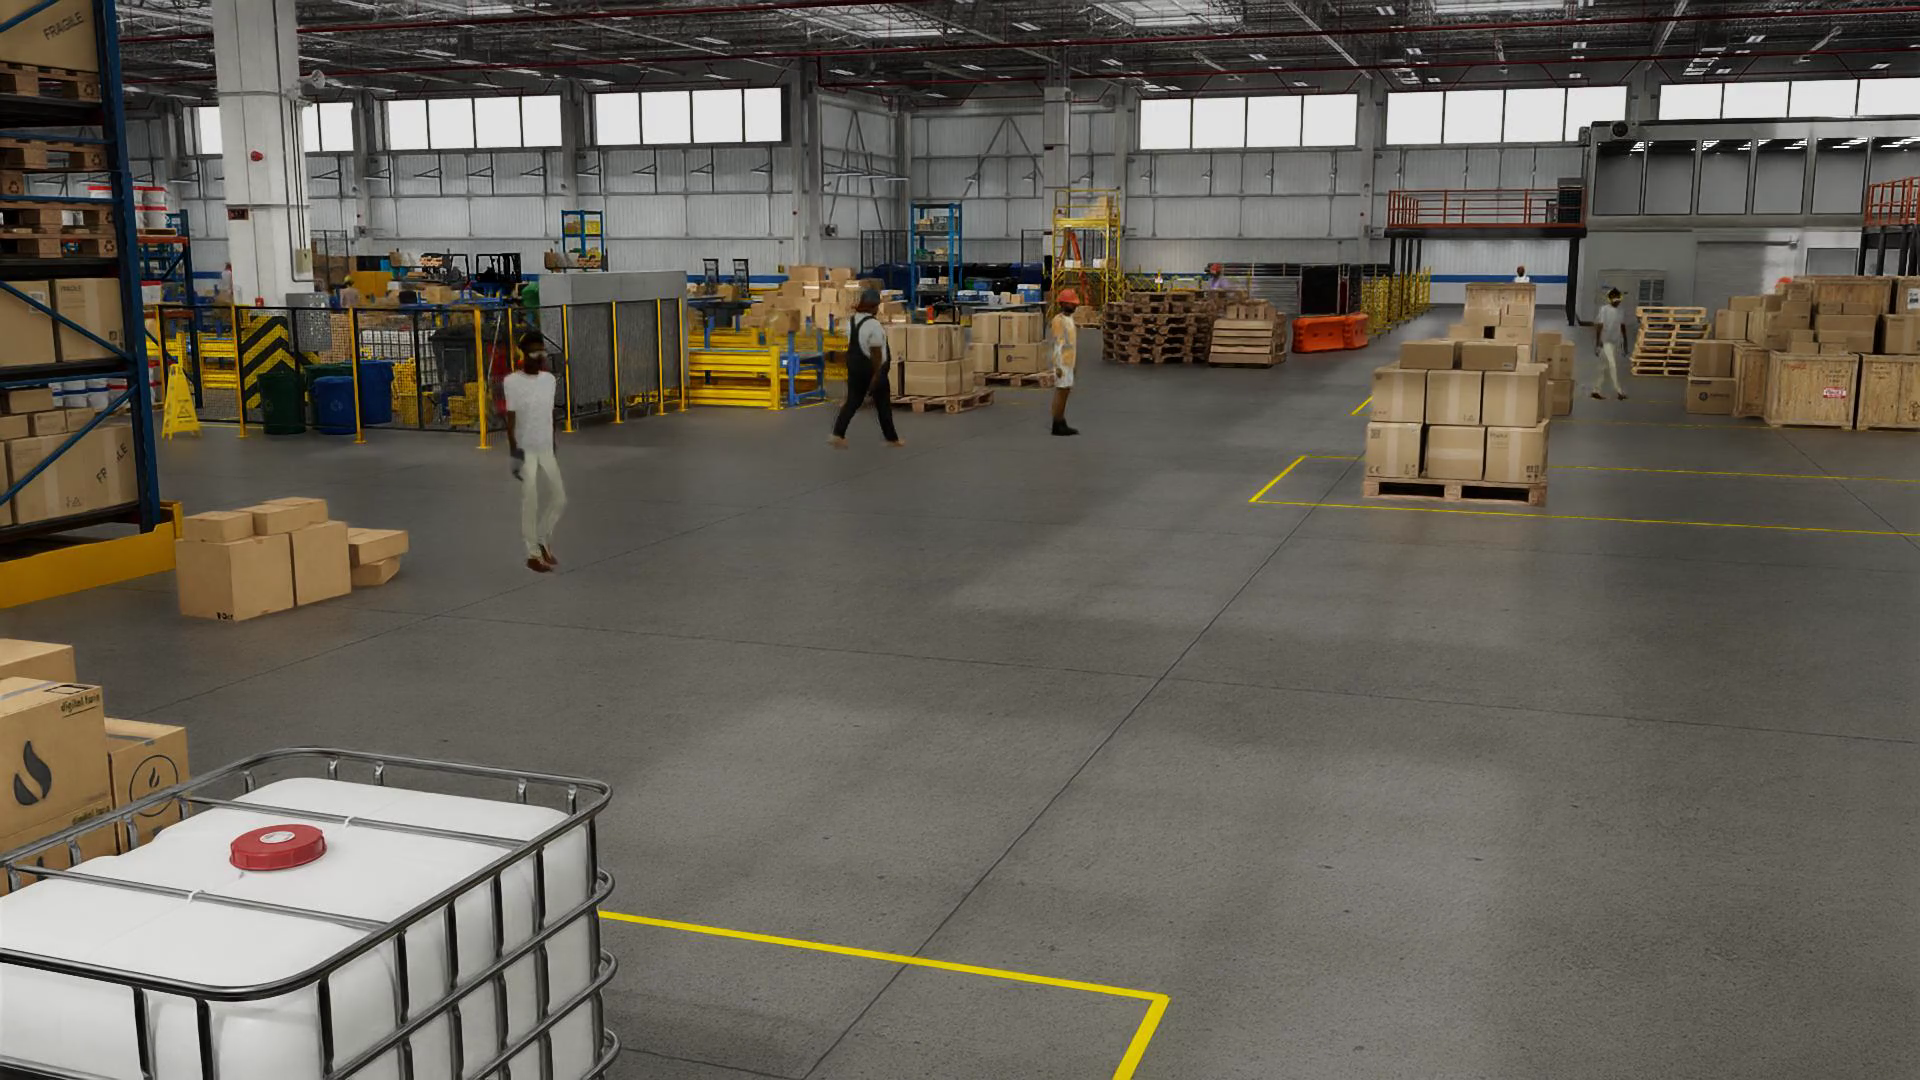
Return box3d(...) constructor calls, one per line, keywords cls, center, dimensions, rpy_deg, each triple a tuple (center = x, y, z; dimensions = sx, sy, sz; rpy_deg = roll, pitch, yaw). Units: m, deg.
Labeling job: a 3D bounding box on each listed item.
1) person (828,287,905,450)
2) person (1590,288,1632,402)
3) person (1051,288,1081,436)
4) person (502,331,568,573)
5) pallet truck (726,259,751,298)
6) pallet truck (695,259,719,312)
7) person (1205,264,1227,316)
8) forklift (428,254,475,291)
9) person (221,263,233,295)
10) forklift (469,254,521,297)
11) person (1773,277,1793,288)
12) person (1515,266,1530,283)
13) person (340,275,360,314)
box3d(cls="person", center=(-1.159, -2.115, 20.348), dimensions=(0.989, 2.000, 0.677), rpy_deg=(-9, 13, -41))
box3d(cls="person", center=(10.502, -3.114, 26.607), dimensions=(0.556, 1.807, 0.950), rpy_deg=(-5, 11, -26))
box3d(cls="person", center=(1.405, -2.339, 21.905), dimensions=(0.378, 1.932, 0.551), rpy_deg=(4, 11, 22))
box3d(cls="person", center=(-3.234, -0.659, 12.669), dimensions=(0.392, 1.855, 0.521), rpy_deg=(9, 14, 42))
box3d(cls="pallet truck", center=(-7.986, -9.493, 62.019), dimensions=(0.823, 1.965, 1.885), rpy_deg=(3, 11, 17))
box3d(cls="pallet truck", center=(-9.165, -9.627, 62.776), dimensions=(0.823, 1.965, 1.885), rpy_deg=(4, 11, 23))
box3d(cls="person", center=(6.499, -6.043, 42.534), dimensions=(0.525, 2.026, 0.610), rpy_deg=(-8, 13, -37))
box3d(cls="forklift", center=(-20.133, -10.254, 65.465), dimensions=(1.157, 1.987, 2.680), rpy_deg=(3, 11, 19))
box3d(cls="person", center=(-25.725, -8.859, 58.833), dimensions=(0.651, 1.867, 0.920), rpy_deg=(5, 11, 24))
box3d(cls="forklift", center=(-17.990, -10.121, 64.684), dimensions=(1.157, 1.987, 2.680), rpy_deg=(3, 11, 17))
box3d(cls="person", center=(13.170, -3.213, 26.664), dimensions=(0.618, 1.992, 0.388), rpy_deg=(-10, 14, -44))
box3d(cls="person", center=(16.787, -7.260, 49.777), dimensions=(0.395, 1.877, 0.606), rpy_deg=(-4, 11, -22))
box3d(cls="person", center=(-15.138, -5.703, 41.381), dimensions=(0.598, 1.751, 0.529), rpy_deg=(9, 14, 43))
